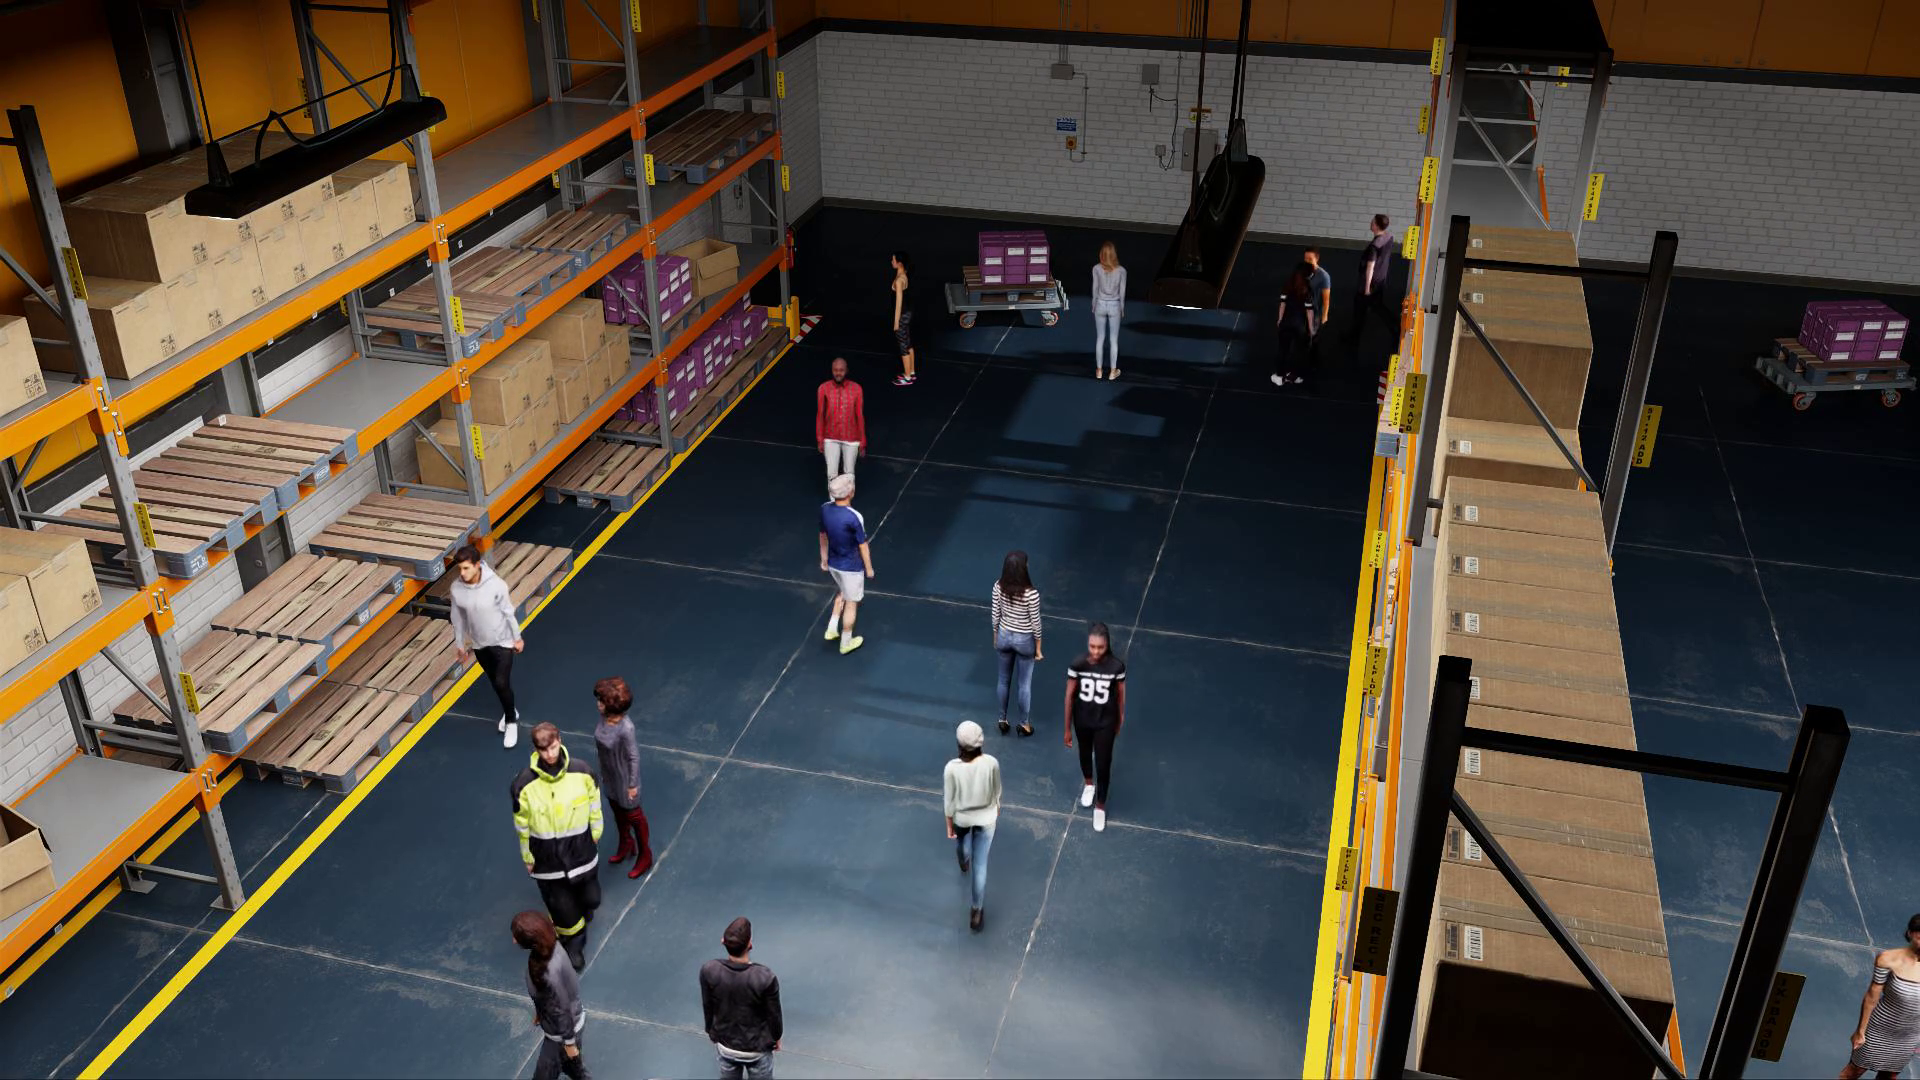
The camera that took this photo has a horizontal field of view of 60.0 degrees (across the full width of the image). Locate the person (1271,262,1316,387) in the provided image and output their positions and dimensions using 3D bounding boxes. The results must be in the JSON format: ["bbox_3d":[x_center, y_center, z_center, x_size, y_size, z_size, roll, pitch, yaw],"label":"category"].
[{"bbox_3d":[4.180,-2.680,20.791,0.782,1.619,0.766,16,32,27],"label":"person"}]

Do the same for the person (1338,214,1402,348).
[{"bbox_3d":[5.506,-3.374,21.848,1.060,1.826,1.151,21,35,33],"label":"person"}]

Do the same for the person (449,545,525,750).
[{"bbox_3d":[-3.939,0.810,14.107,0.748,1.893,0.829,3,29,6],"label":"person"}]

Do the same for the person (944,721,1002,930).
[{"bbox_3d":[0.107,2.081,12.083,0.823,1.600,1.159,-1,29,-2],"label":"person"}]

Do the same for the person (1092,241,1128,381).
[{"bbox_3d":[1.874,-2.909,21.027,0.586,1.795,0.493,8,30,15],"label":"person"}]

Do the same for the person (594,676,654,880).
[{"bbox_3d":[-2.543,1.775,12.529,0.682,1.710,0.669,-24,37,-37],"label":"person"}]

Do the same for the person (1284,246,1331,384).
[{"bbox_3d":[4.466,-2.882,21.011,1.215,1.763,1.040,-22,36,-35],"label":"person"}]

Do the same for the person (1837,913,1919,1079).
[{"bbox_3d":[5.673,3.002,10.163,0.614,1.823,0.563,4,29,7],"label":"person"}]

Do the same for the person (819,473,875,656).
[{"bbox_3d":[-1.095,0.254,15.198,0.759,1.825,0.795,22,36,35],"label":"person"}]

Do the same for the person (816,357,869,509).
[{"bbox_3d":[-1.267,-1.132,17.760,0.859,1.805,0.975,-2,29,-4],"label":"person"}]

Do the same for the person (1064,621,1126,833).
[{"bbox_3d":[1.070,1.389,13.238,0.633,1.709,0.850,6,29,11],"label":"person"}]

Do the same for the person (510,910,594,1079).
[{"bbox_3d":[-2.379,2.976,10.292,0.825,1.744,0.739,-11,30,-19],"label":"person"}]

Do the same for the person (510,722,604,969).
[{"bbox_3d":[-2.819,2.080,11.700,1.000,1.969,1.063,-11,31,-20],"label":"person"}]

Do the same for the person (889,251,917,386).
[{"bbox_3d":[-0.705,-2.794,20.893,0.626,1.722,0.474,6,29,10],"label":"person"}]

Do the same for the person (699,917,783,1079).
[{"bbox_3d":[-1.317,3.039,10.088,0.664,1.830,0.580,4,29,7],"label":"person"}]

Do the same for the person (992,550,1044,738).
[{"bbox_3d":[0.471,0.888,14.065,0.611,1.797,0.528,13,31,22],"label":"person"}]
